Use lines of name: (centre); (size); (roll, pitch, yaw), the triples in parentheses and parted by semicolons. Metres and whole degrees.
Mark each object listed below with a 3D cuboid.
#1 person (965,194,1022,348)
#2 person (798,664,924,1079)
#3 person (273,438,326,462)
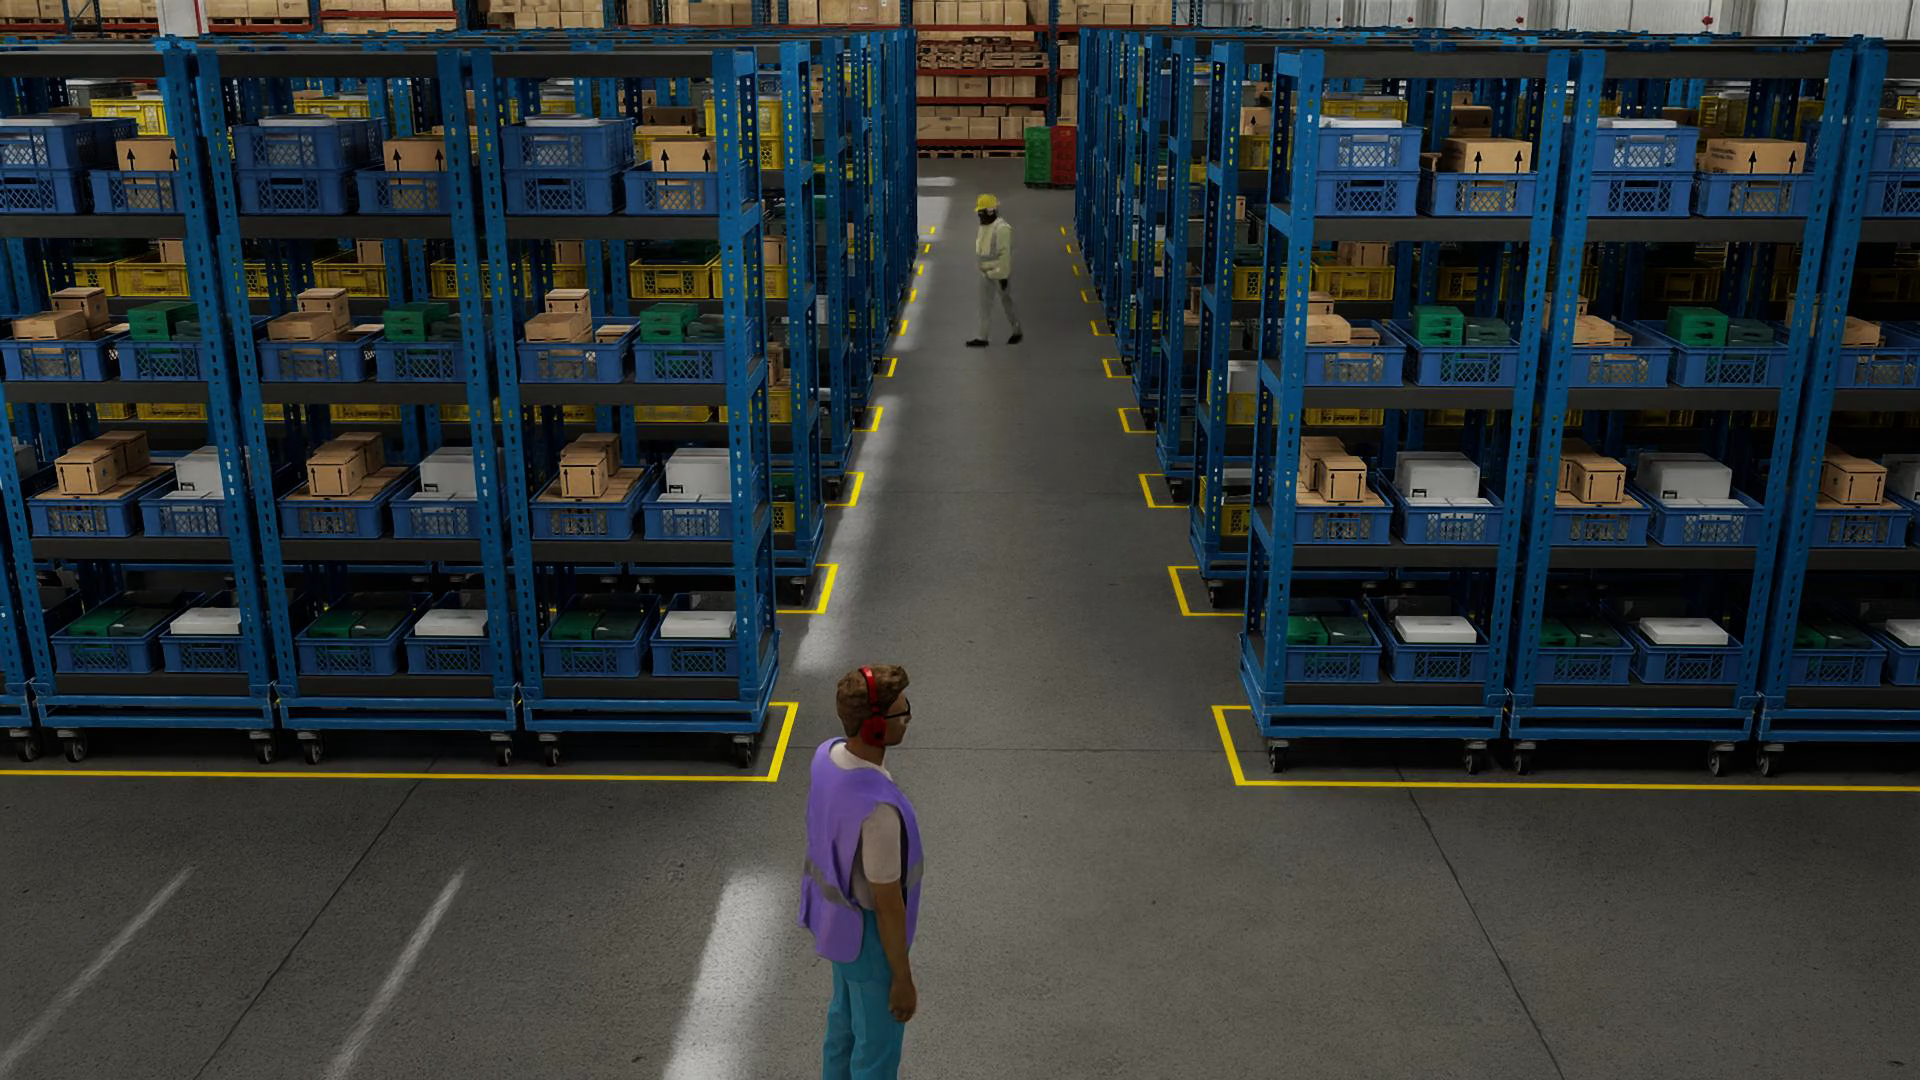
person: (0.430, -3.153, 19.497); (0.674, 1.813, 0.637); (-12, 21, -33)
person: (-0.302, 1.270, 5.290); (0.390, 1.846, 0.563); (-8, 19, -23)
person: (-4.800, -0.896, 11.989); (0.745, 1.964, 0.649); (-1, 17, -2)
